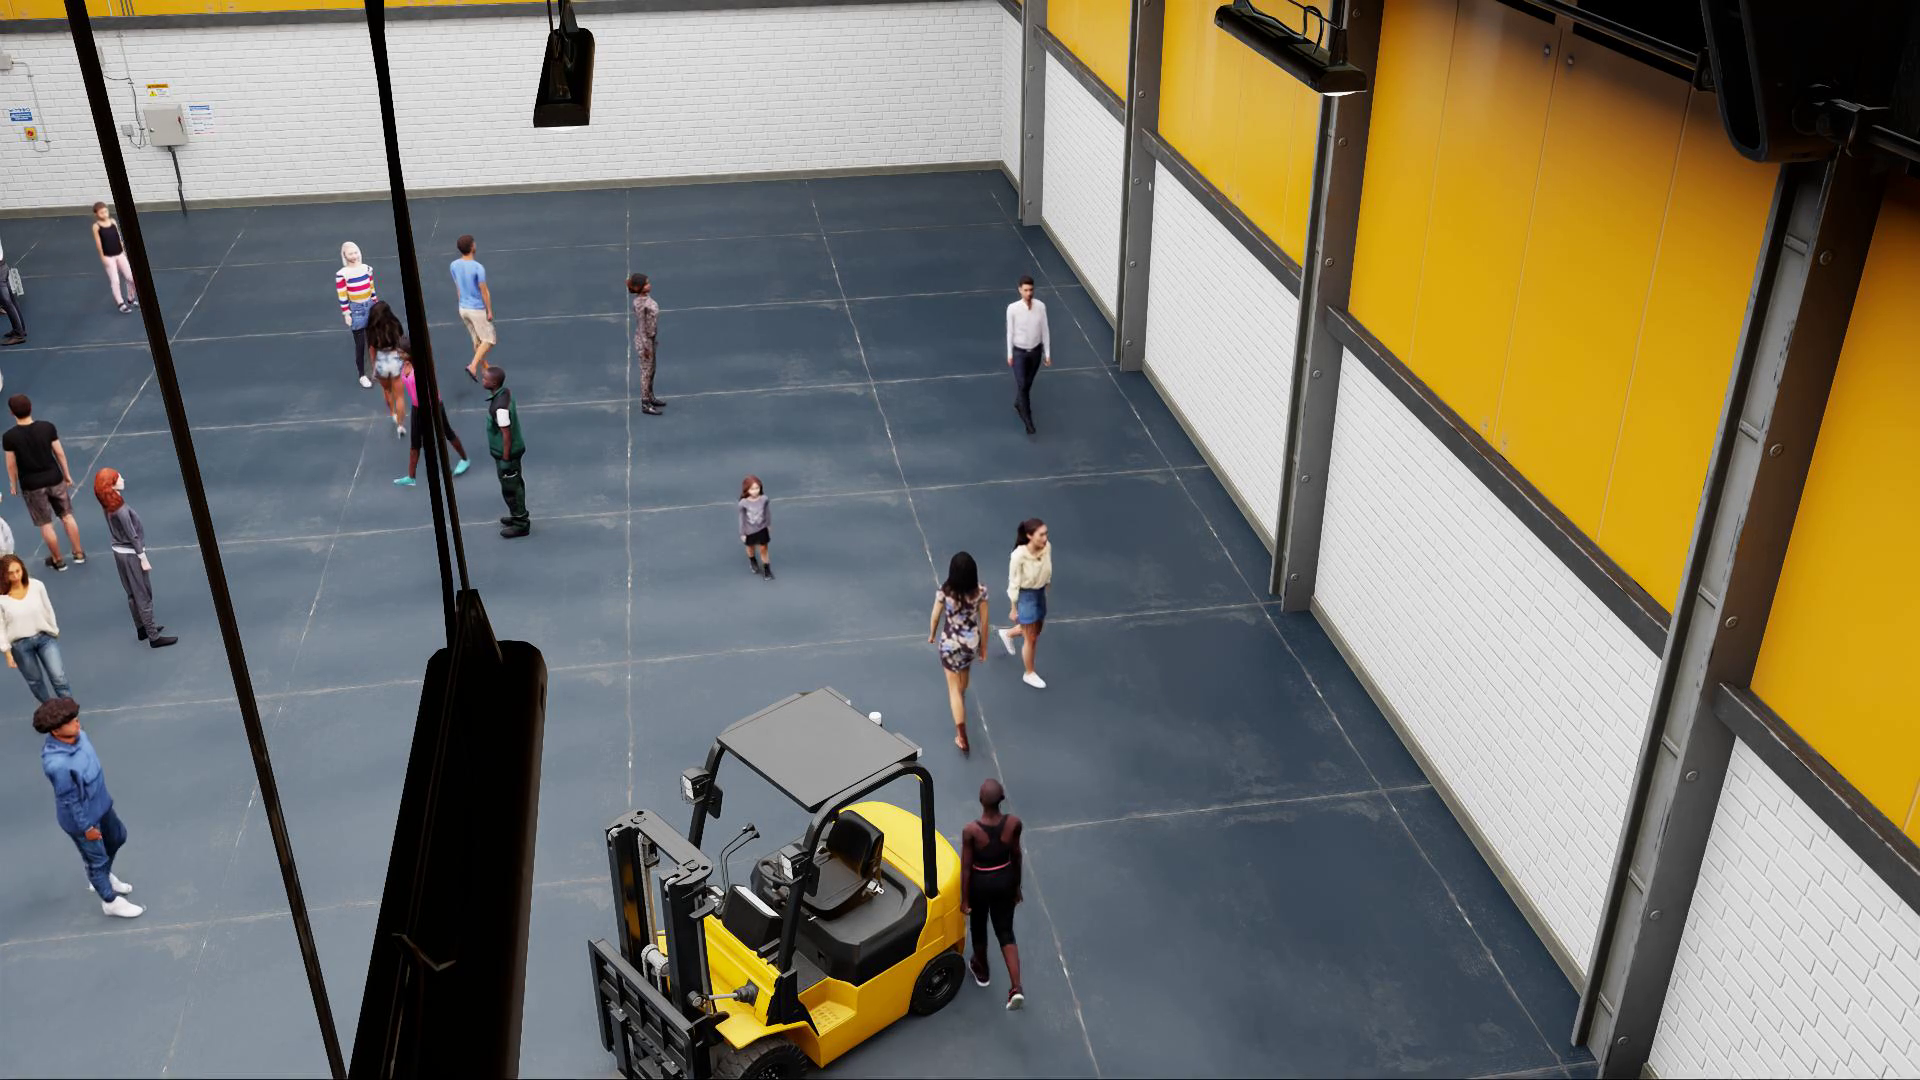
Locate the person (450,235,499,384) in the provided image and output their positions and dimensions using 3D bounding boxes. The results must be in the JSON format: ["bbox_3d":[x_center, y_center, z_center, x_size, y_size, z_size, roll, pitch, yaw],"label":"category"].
[{"bbox_3d":[-5.990,-2.793,20.369,0.938,1.845,1.083,11,30,19],"label":"person"}]

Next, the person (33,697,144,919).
[{"bbox_3d":[-6.260,1.904,11.801,0.791,1.805,0.645,-1,29,-2],"label":"person"}]

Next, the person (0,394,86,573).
[{"bbox_3d":[-8.963,-0.550,16.243,0.833,1.859,0.803,25,38,38],"label":"person"}]

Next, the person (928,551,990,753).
[{"bbox_3d":[0.005,0.941,13.693,0.637,1.684,1.142,-6,29,-11],"label":"person"}]

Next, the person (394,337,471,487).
[{"bbox_3d":[-5.703,-1.425,18.046,1.142,1.669,1.176,19,34,30],"label":"person"}]

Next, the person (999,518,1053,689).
[{"bbox_3d":[0.550,0.504,14.565,0.908,1.616,1.029,-23,36,-36],"label":"person"}]

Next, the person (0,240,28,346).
[{"bbox_3d":[-12.489,-3.474,21.592,0.740,1.871,0.515,-9,30,-16],"label":"person"}]

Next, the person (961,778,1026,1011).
[{"bbox_3d":[0.225,2.378,11.003,0.643,1.736,1.001,-8,30,-14],"label":"person"}]

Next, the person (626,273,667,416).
[{"bbox_3d":[-3.711,-2.335,19.668,0.698,1.713,0.586,3,29,5],"label":"person"}]

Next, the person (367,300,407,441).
[{"bbox_3d":[-6.517,-1.910,19.002,0.575,1.604,0.769,-4,29,-8],"label":"person"}]

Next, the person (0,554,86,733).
[{"bbox_3d":[-7.798,0.828,13.925,0.845,1.658,0.973,-19,34,-31],"label":"person"}]

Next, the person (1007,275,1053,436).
[{"bbox_3d":[0.760,-2.206,19.308,0.694,1.830,1.209,-7,29,-13],"label":"person"}]

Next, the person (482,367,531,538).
[{"bbox_3d":[-4.610,-0.907,16.919,0.743,1.839,0.524,-6,29,-11],"label":"person"}]

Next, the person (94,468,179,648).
[{"bbox_3d":[-7.499,0.151,15.041,0.629,1.780,0.713,23,36,36],"label":"person"}]

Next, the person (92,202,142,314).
[{"bbox_3d":[-11.564,-3.862,22.636,0.726,1.552,0.667,19,34,31],"label":"person"}]

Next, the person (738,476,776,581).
[{"bbox_3d":[-2.029,-0.156,16.329,0.582,1.085,0.779,-11,31,-20],"label":"person"}]

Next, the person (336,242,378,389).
[{"bbox_3d":[-7.345,-2.783,20.390,0.758,1.808,0.715,21,35,33],"label":"person"}]
